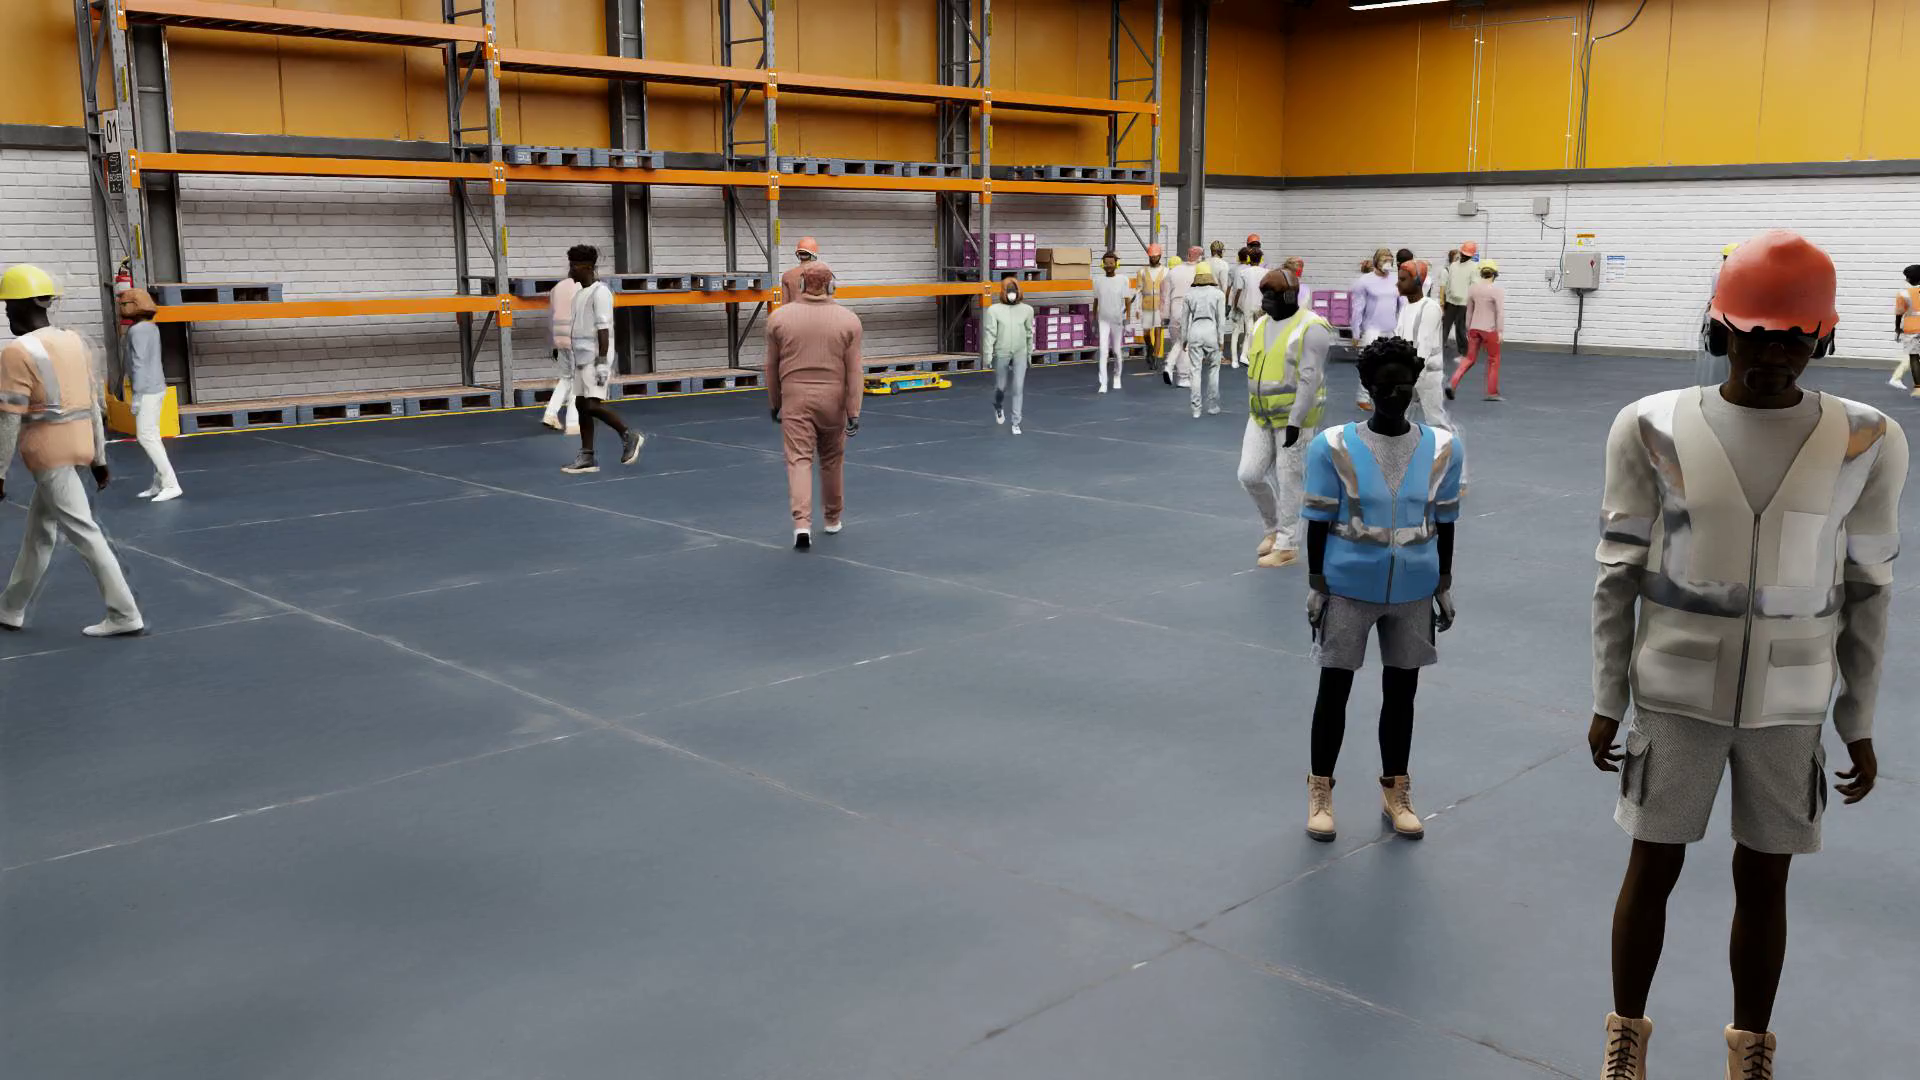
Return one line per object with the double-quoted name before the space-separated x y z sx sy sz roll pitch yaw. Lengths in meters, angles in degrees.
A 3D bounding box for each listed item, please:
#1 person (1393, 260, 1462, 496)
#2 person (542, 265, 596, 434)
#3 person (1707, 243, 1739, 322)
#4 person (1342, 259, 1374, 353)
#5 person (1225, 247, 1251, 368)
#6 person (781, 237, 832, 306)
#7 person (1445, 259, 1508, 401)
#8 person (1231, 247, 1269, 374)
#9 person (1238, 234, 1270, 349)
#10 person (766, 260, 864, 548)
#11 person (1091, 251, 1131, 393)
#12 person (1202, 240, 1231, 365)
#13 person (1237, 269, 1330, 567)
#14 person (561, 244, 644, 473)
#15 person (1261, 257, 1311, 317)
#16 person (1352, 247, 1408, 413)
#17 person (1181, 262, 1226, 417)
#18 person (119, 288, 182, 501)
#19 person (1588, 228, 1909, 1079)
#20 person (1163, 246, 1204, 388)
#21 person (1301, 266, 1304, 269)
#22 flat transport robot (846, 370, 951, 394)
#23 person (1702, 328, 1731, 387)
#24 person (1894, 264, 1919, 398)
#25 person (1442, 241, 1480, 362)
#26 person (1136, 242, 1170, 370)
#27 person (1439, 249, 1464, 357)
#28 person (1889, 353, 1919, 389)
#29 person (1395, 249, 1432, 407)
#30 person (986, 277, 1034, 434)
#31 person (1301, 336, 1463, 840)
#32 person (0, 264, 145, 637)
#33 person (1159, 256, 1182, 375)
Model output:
"person" 3.454 -1.218 12.771 1.011 1.821 0.581 -3 11 -14
"person" -3.921 -1.966 16.910 0.637 1.808 0.515 8 13 36
"person" 9.762 -2.822 21.250 0.383 1.923 0.589 6 12 32
"person" 6.722 -3.890 27.913 0.505 1.623 0.531 4 11 20
"person" 4.309 -3.553 25.502 0.613 1.829 0.532 5 12 26
"person" -1.751 -2.480 19.193 0.612 1.995 0.382 3 11 13
"person" 6.335 -2.554 20.328 0.678 1.747 0.561 -5 12 -26
"person" 4.241 -3.339 24.303 0.546 1.833 0.866 -1 10 -5
"person" 5.202 -4.422 29.653 0.614 2.041 0.390 -3 11 -15
"person" -0.955 -0.900 10.942 0.642 1.866 0.955 -1 10 -4
"person" 1.975 -2.846 21.676 0.533 1.827 0.993 2 11 11
"person" 4.009 -3.719 26.101 0.372 1.940 0.632 -7 12 -33
"person" 1.956 -0.731 10.139 0.449 1.824 0.625 -8 13 -36
"person" -3.102 -1.538 14.164 0.611 1.951 0.634 -7 13 -34
"person" 3.633 -2.295 18.751 0.584 1.789 0.975 4 11 22
"person" 4.723 -2.320 18.641 0.647 1.887 1.047 -3 11 -16
"person" 2.748 -2.261 18.725 0.503 1.715 0.673 3 11 17
"person" -6.202 -1.093 12.731 0.342 1.637 0.532 -2 11 -13
"person" 1.698 0.351 3.649 0.604 2.034 0.386 3 11 17
"person" 3.041 -2.958 22.117 0.679 1.878 0.408 9 14 40
"person" 5.032 -3.454 25.489 0.453 1.619 0.571 5 11 24
"flat transport robot" -0.843 -2.058 21.596 0.652 0.197 1.431 9 14 42
"person" 4.655 -0.714 9.844 1.012 1.883 0.652 1 10 6
"person" 11.978 -2.606 20.771 0.586 1.657 0.396 3 11 16
"person" 7.869 -3.752 26.334 0.736 1.924 0.686 -5 11 -24
"person" 2.954 -3.550 25.242 0.552 1.918 0.689 2 11 12
"person" 8.023 -3.862 27.260 0.524 1.806 0.933 -6 12 -28
"person" 12.729 -2.777 21.921 0.862 1.592 0.501 2 11 10
"person" 5.317 -2.528 19.834 0.598 1.855 1.057 0 10 2
"person" 0.504 -1.915 17.180 0.501 1.606 0.704 -1 10 -6
"person" 1.403 0.170 5.566 0.552 1.698 0.320 0 10 -1
"person" -4.603 -0.429 8.328 0.978 1.870 0.610 0 10 2
"person" 3.118 -3.211 23.901 0.535 1.717 0.856 3 11 18
